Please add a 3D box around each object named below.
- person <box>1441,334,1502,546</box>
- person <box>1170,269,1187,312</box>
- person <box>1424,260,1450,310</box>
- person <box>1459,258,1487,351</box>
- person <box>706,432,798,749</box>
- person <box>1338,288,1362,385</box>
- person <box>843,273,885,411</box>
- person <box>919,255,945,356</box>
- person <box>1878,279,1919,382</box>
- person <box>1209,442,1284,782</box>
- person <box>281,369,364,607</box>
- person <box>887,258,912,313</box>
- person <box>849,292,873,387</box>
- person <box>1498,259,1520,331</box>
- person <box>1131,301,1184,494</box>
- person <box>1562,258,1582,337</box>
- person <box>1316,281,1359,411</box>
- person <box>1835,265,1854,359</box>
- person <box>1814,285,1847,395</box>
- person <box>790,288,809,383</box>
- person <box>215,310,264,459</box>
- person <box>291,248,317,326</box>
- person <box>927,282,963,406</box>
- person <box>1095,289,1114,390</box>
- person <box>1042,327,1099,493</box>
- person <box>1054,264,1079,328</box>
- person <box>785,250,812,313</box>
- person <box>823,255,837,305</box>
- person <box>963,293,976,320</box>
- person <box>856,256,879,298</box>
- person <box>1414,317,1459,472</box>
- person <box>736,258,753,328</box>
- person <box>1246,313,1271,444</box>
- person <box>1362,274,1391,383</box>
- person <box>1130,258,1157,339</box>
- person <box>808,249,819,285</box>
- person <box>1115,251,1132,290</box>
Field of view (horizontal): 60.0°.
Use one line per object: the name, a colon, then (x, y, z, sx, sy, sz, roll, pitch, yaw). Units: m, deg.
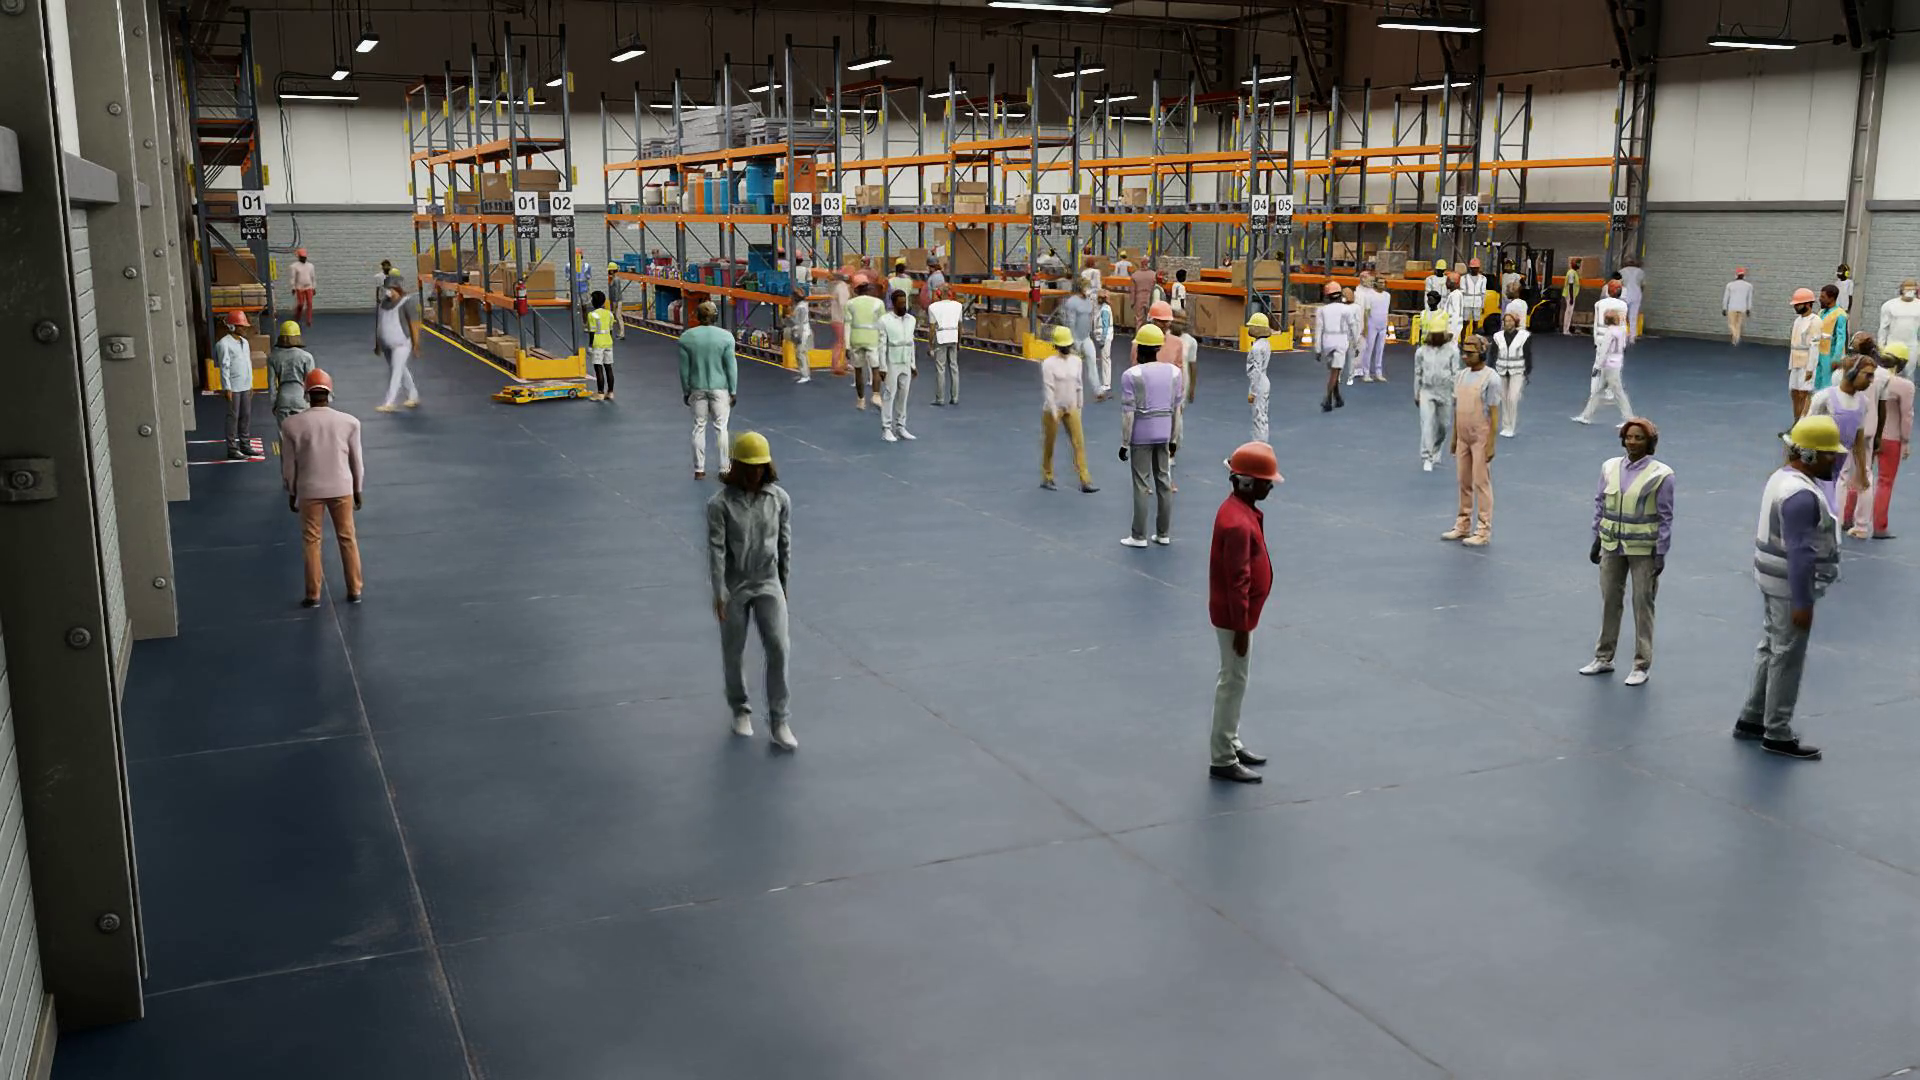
person: (4.470, -0.867, 14.466, 0.338, 1.838, 0.508, -5, 12, -24)
person: (4.661, -4.921, 35.445, 0.324, 1.685, 0.540, -3, 11, -13)
person: (9.826, -4.788, 34.173, 0.585, 1.921, 0.383, -1, 11, -7)
person: (10.698, -4.906, 34.725, 0.545, 1.939, 0.354, 1, 11, 3)
person: (-1.106, 0.279, 8.957, 0.495, 1.712, 0.764, -4, 12, -21)
person: (6.478, -3.419, 27.941, 0.504, 1.632, 0.287, 7, 13, 32)
person: (-1.381, -2.846, 24.103, 0.630, 2.007, 0.820, -1, 11, -3)
person: (-0.554, -4.747, 33.656, 0.535, 2.000, 0.684, 0, 11, -2)
person: (13.617, -2.797, 24.036, 0.632, 1.932, 0.364, 5, 12, 22)
person: (1.443, 0.364, 8.459, 0.355, 1.738, 0.574, 2, 11, 10)
person: (-4.689, -0.386, 12.263, 0.560, 1.741, 0.363, -6, 13, -28)
person: (-1.288, -5.106, 35.808, 0.582, 1.919, 0.400, 4, 12, 21)
person: (-1.627, -3.344, 27.558, 0.513, 1.637, 0.313, -7, 13, -31)
person: (12.073, -5.246, 36.644, 0.329, 1.865, 0.512, -7, 13, -32)
person: (2.034, -1.456, 17.090, 0.608, 1.987, 0.404, -6, 12, -26)
person: (14.242, -5.655, 38.778, 0.374, 1.840, 0.571, 4, 12, 21)
person: (5.484, -2.837, 24.379, 0.576, 1.888, 1.009, 7, 13, 33)
person: (17.492, -4.531, 33.030, 0.328, 1.861, 0.510, -2, 11, -12)
person: (11.695, -2.477, 22.434, 0.377, 1.916, 0.599, 0, 11, -1)
person: (-2.730, -3.473, 28.296, 0.319, 1.610, 0.605, -3, 12, -16)
person: (-8.474, -1.825, 19.563, 0.350, 1.743, 0.564, 2, 11, 9)
person: (-16.718, -6.430, 42.359, 0.636, 1.980, 0.564, -10, 15, -42)
person: (-0.221, -2.931, 24.918, 0.563, 1.847, 0.390, -6, 13, -28)
person: (2.347, -3.255, 27.094, 0.310, 1.642, 0.514, 1, 11, 5)
person: (1.097, -1.318, 17.056, 0.536, 1.713, 0.902, -6, 13, -29)
person: (2.236, -4.837, 34.698, 0.533, 1.810, 0.925, -1, 11, -4)
person: (-3.584, -5.378, 36.846, 0.611, 2.048, 0.364, -4, 12, -20)
person: (-4.032, -8.108, 51.797, 0.501, 1.628, 0.287, 4, 12, 18)
person: (0.274, -6.756, 44.920, 0.520, 1.633, 0.316, -10, 15, -41)
person: (-2.119, -5.396, 37.297, 0.652, 1.906, 0.409, -11, 15, -43)
person: (5.364, -1.662, 18.777, 0.493, 1.724, 0.685, 2, 11, 10)
person: (-5.497, -6.240, 41.975, 0.573, 1.748, 0.342, 4, 12, 21)
person: (3.395, -1.724, 19.048, 0.290, 1.746, 0.487, 4, 12, 20)
person: (7.110, -3.607, 28.363, 0.517, 1.843, 0.326, -4, 12, -21)
person: (4.031, -5.178, 36.202, 0.641, 1.904, 0.401, 3, 11, 14)
person: (-4.572, -8.166, 51.792, 0.349, 1.743, 0.563, 1, 11, 3)
person: (4.828, -7.668, 49.295, 0.534, 1.747, 0.537, -1, 11, -4)
